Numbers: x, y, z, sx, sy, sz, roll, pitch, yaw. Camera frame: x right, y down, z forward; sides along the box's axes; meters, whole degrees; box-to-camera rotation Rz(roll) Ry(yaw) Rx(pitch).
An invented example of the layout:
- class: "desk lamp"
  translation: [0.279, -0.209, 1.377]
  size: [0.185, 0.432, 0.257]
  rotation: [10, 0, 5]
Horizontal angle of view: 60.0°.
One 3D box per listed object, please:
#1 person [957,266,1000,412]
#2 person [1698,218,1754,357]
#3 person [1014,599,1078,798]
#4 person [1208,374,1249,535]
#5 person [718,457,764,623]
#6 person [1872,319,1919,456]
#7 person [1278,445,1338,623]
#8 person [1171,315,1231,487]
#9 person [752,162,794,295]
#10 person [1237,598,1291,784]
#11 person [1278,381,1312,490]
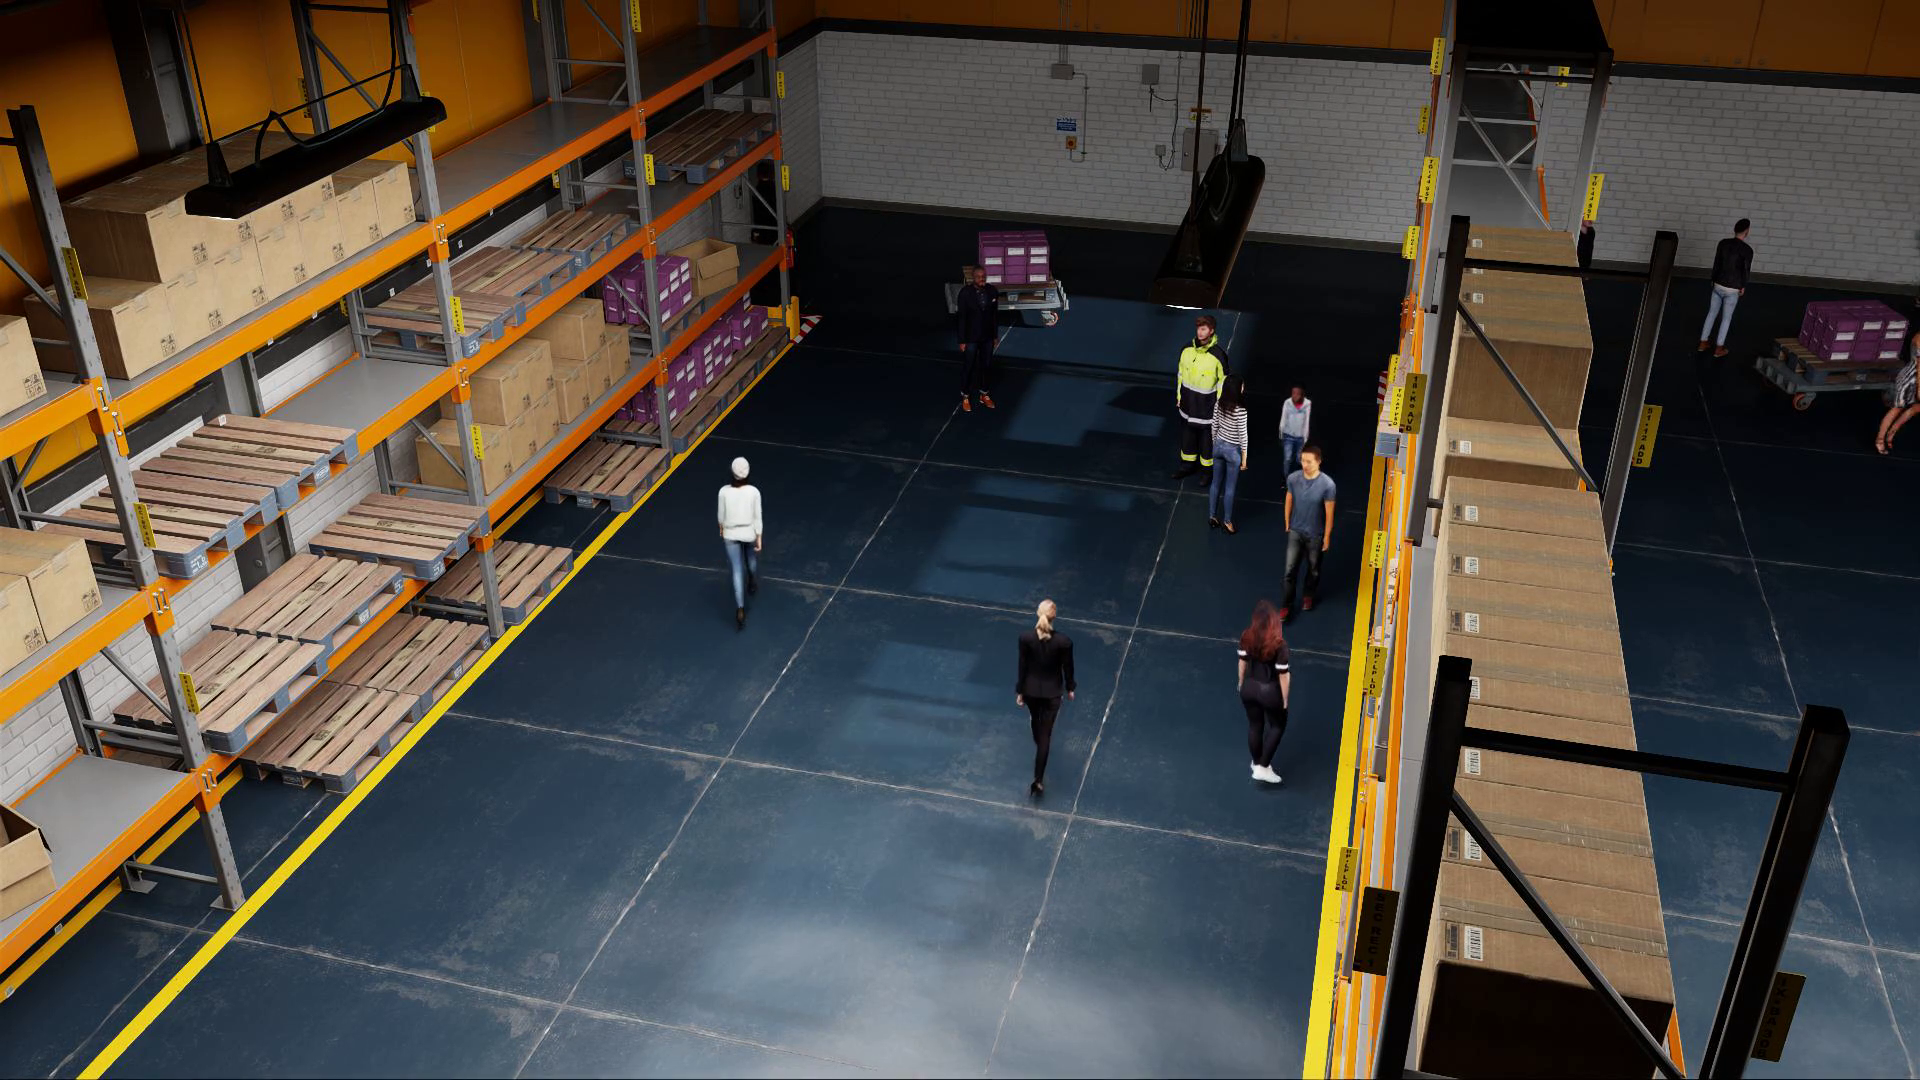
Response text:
- class: "person"
  translation: [0.228, -2.467, 20.194]
  size: [0.788, 1.817, 0.814]
  rotation: [-11, 31, -19]
- class: "person"
  translation: [10.006, -3.305, 21.716]
  size: [0.748, 1.830, 0.727]
  rotation: [-21, 35, -34]
- class: "person"
  translation: [0.655, 1.316, 13.425]
  size: [0.624, 1.658, 1.023]
  rotation: [7, 29, 12]
- class: "person"
  translation: [2.789, -0.892, 17.328]
  size: [0.654, 1.797, 0.641]
  rotation: [-23, 36, -35]
- class: "person"
  translation: [-2.101, 0.008, 15.879]
  size: [0.865, 1.604, 1.193]
  rotation: [-3, 29, -5]
- class: "person"
  translation: [10.716, -1.797, 18.978]
  size: [0.786, 1.805, 0.710]
  rotation: [21, 35, 33]
- class: "person"
  translation: [3.371, -0.130, 15.946]
  size: [0.775, 1.782, 0.965]
  rotation: [12, 31, 20]
- class: "person"
  translation: [2.672, -1.555, 18.350]
  size: [0.861, 1.981, 0.818]
  rotation: [21, 35, 33]
- class: "person"
  translation: [-2.709, -4.453, 23.711]
  size: [0.983, 1.935, 0.953]
  rotation: [25, 37, 38]
- class: "person"
  translation: [2.479, 1.248, 13.587]
  size: [0.792, 1.622, 0.805]
  rotation: [24, 37, 37]
- class: "person"
  translation: [3.735, -1.200, 18.464]
  size: [0.514, 1.249, 0.651]
  rotation: [10, 30, 17]
